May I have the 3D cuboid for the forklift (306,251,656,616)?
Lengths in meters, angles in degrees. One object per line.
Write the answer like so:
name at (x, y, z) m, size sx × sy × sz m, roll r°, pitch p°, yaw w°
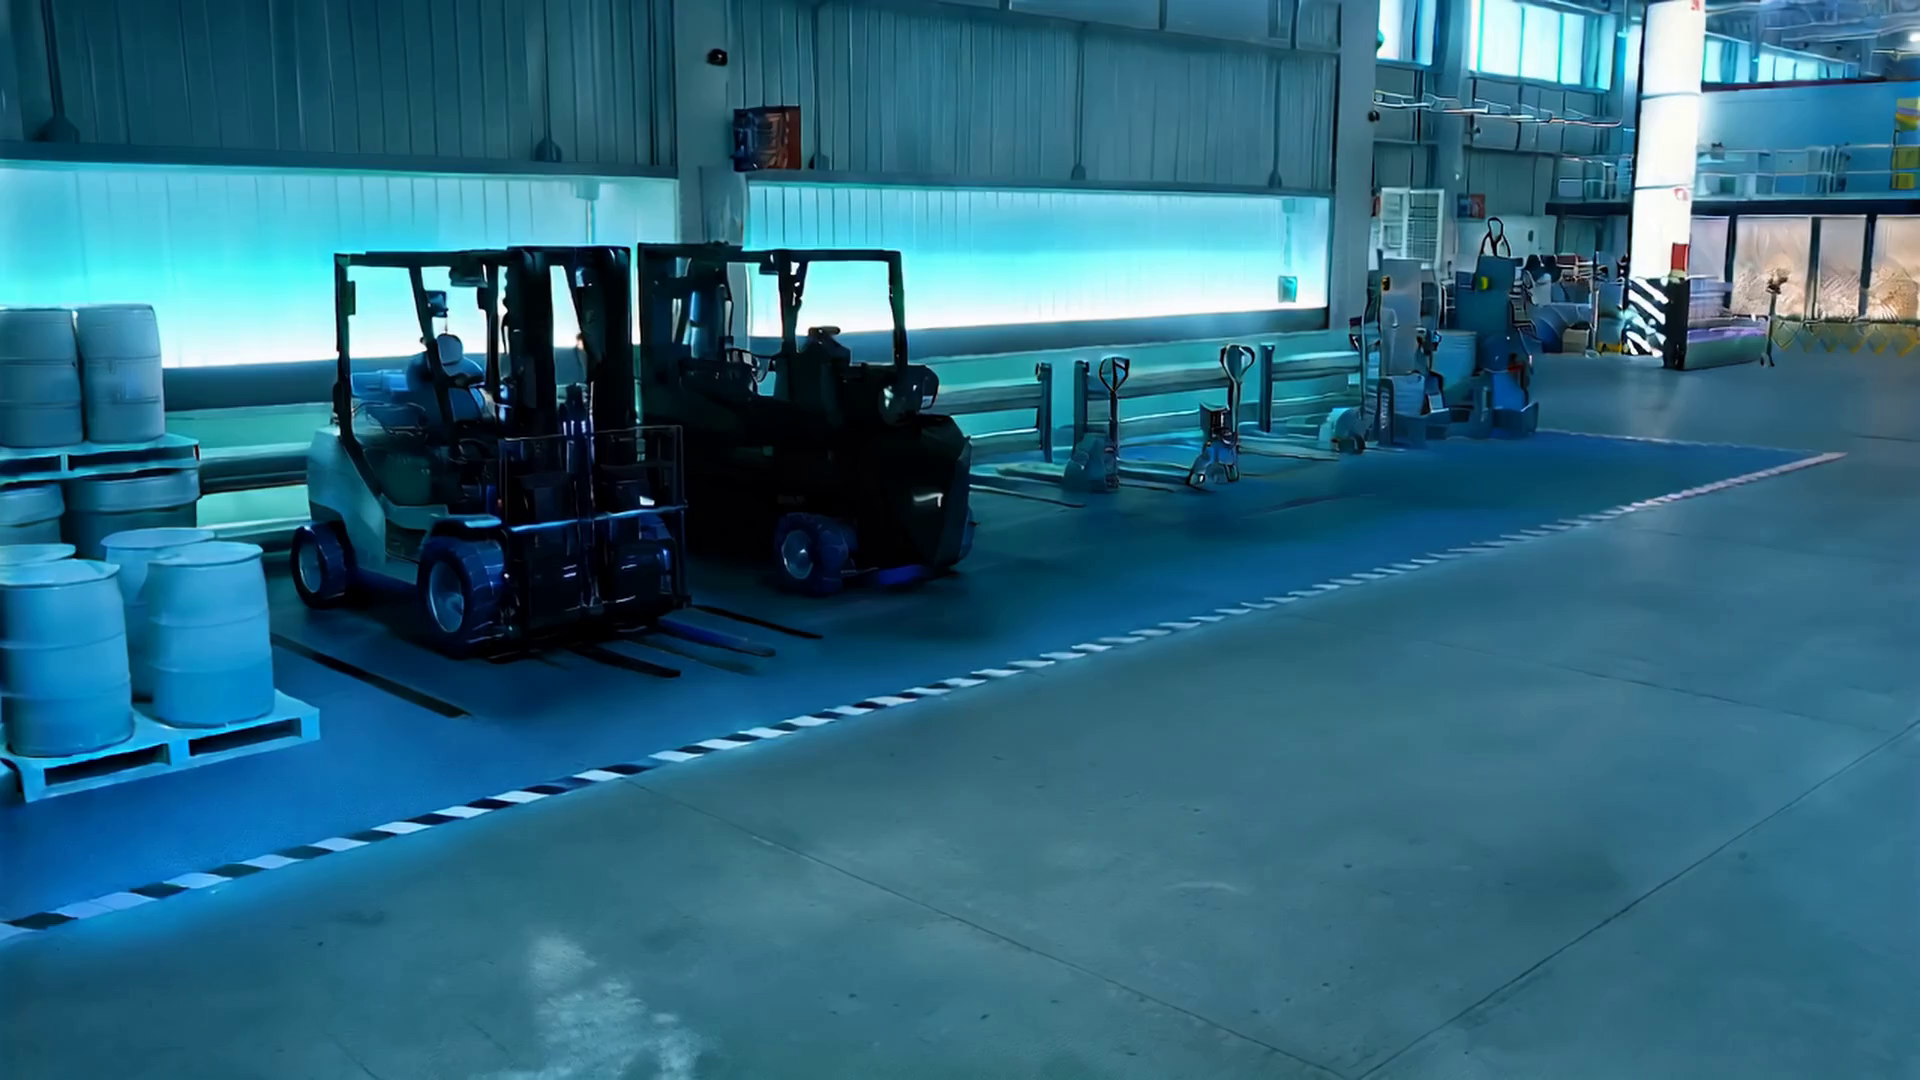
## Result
forklift at (-2.833, -0.669, 9.694) m, size 1.157 × 1.987 × 2.680 m, roll -10°, pitch 14°, yaw -44°

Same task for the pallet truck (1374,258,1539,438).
pallet truck at (5.704, -2.208, 18.901) m, size 1.885 × 1.965 × 0.823 m, roll 10°, pitch 14°, yaw 43°

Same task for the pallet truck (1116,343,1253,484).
pallet truck at (1.962, -1.215, 15.415) m, size 1.522 × 1.261 × 0.704 m, roll 10°, pitch 14°, yaw 43°

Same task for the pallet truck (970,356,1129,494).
pallet truck at (0.784, -1.085, 14.876) m, size 0.680 × 1.201 × 1.601 m, roll -10°, pitch 14°, yaw -44°

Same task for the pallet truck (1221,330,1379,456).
pallet truck at (3.563, -1.581, 17.381) m, size 0.653 × 1.274 × 1.630 m, roll -10°, pitch 14°, yaw -44°

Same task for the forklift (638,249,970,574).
forklift at (-1.173, -0.958, 11.239) m, size 2.680 × 1.987 × 1.157 m, roll 10°, pitch 14°, yaw 43°

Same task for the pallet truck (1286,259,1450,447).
pallet truck at (4.493, -2.078, 18.196) m, size 0.823 × 1.965 × 1.885 m, roll -9°, pitch 14°, yaw -40°
